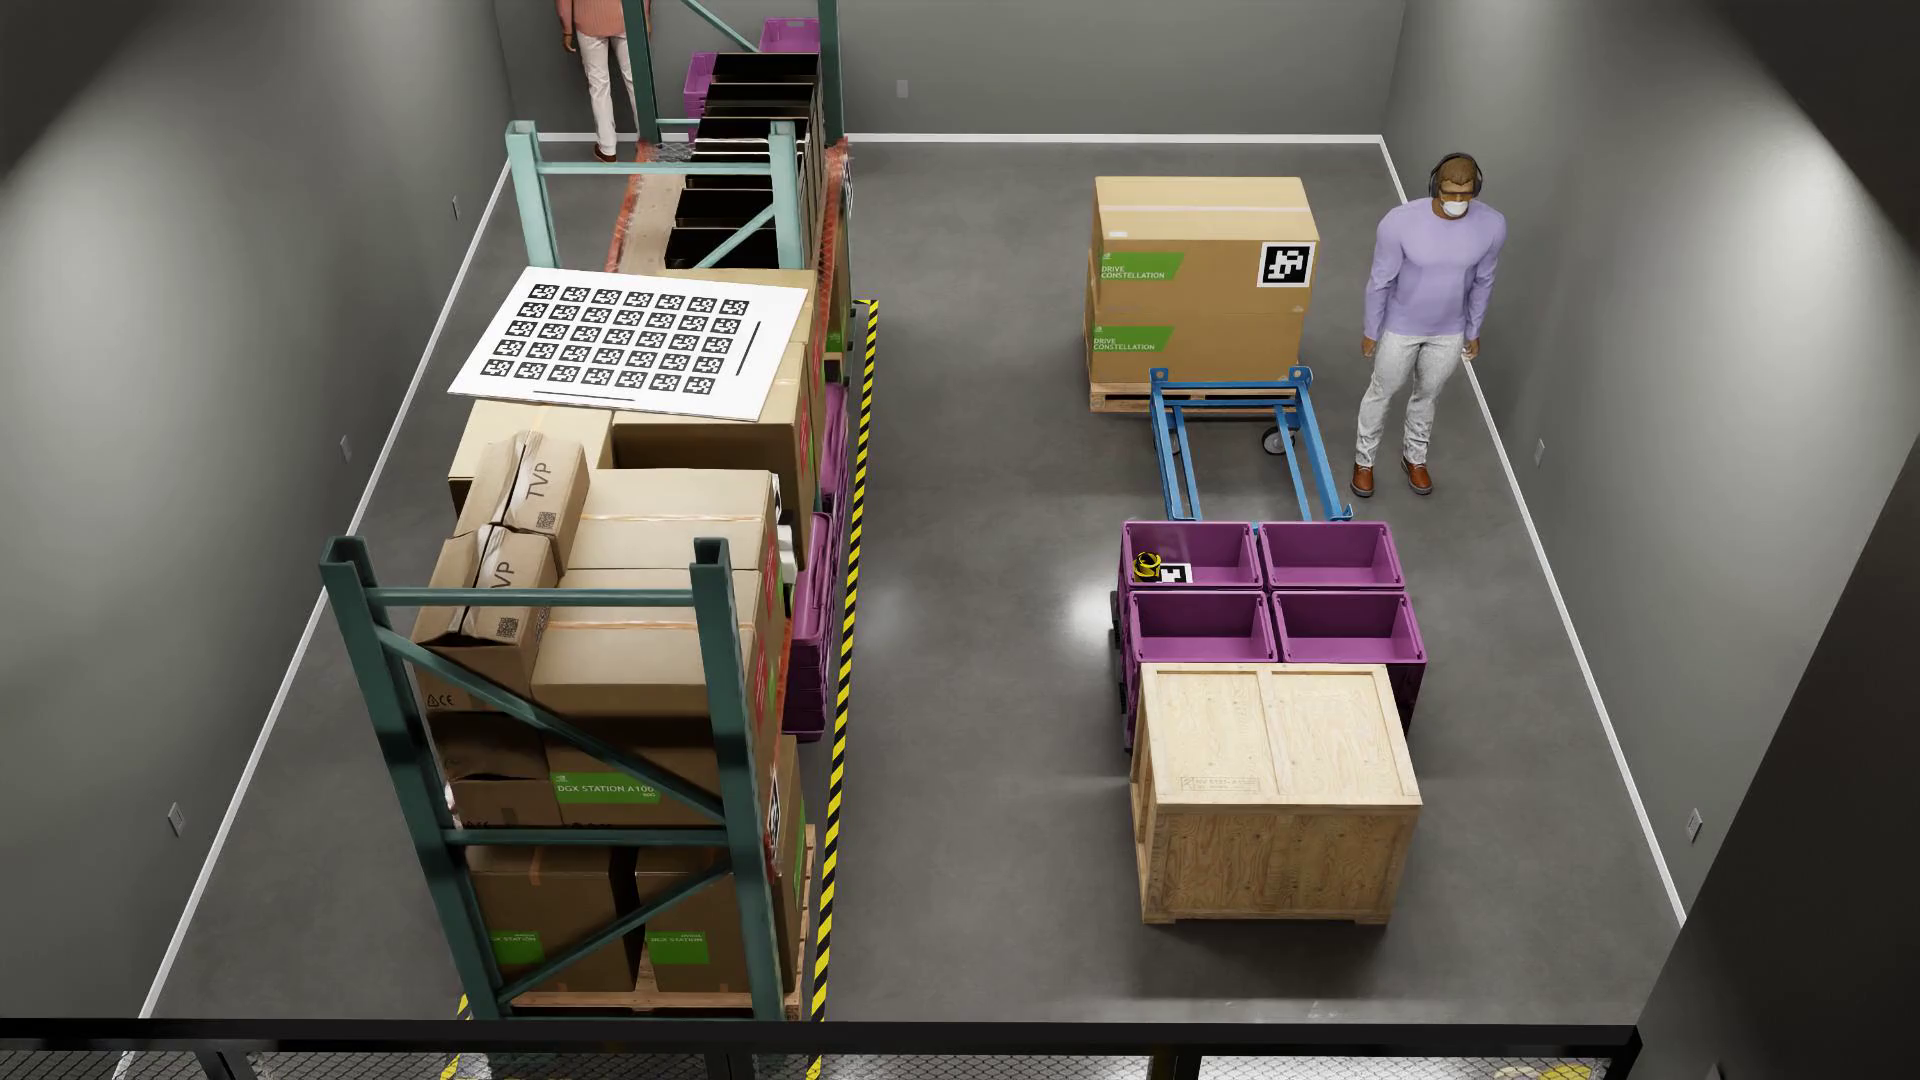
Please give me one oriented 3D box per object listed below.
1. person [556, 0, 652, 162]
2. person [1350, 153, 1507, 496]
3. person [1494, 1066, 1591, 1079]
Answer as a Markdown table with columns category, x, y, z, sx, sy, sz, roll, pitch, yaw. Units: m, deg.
| category | x | y | z | sx | sy | sz | roll | pitch | yaw |
| --- | --- | --- | --- | --- | --- | --- | --- | --- | --- |
| person | -2.345 | -3.437 | 10.991 | 0.622 | 1.992 | 0.394 | -16 | 44 | -17 |
| person | 2.316 | -1.060 | 8.323 | 0.633 | 1.939 | 0.368 | -2 | 41 | -2 |
| person | 1.601 | 2.071 | 4.831 | 0.403 | 1.833 | 0.590 | 5 | 41 | 6 |
